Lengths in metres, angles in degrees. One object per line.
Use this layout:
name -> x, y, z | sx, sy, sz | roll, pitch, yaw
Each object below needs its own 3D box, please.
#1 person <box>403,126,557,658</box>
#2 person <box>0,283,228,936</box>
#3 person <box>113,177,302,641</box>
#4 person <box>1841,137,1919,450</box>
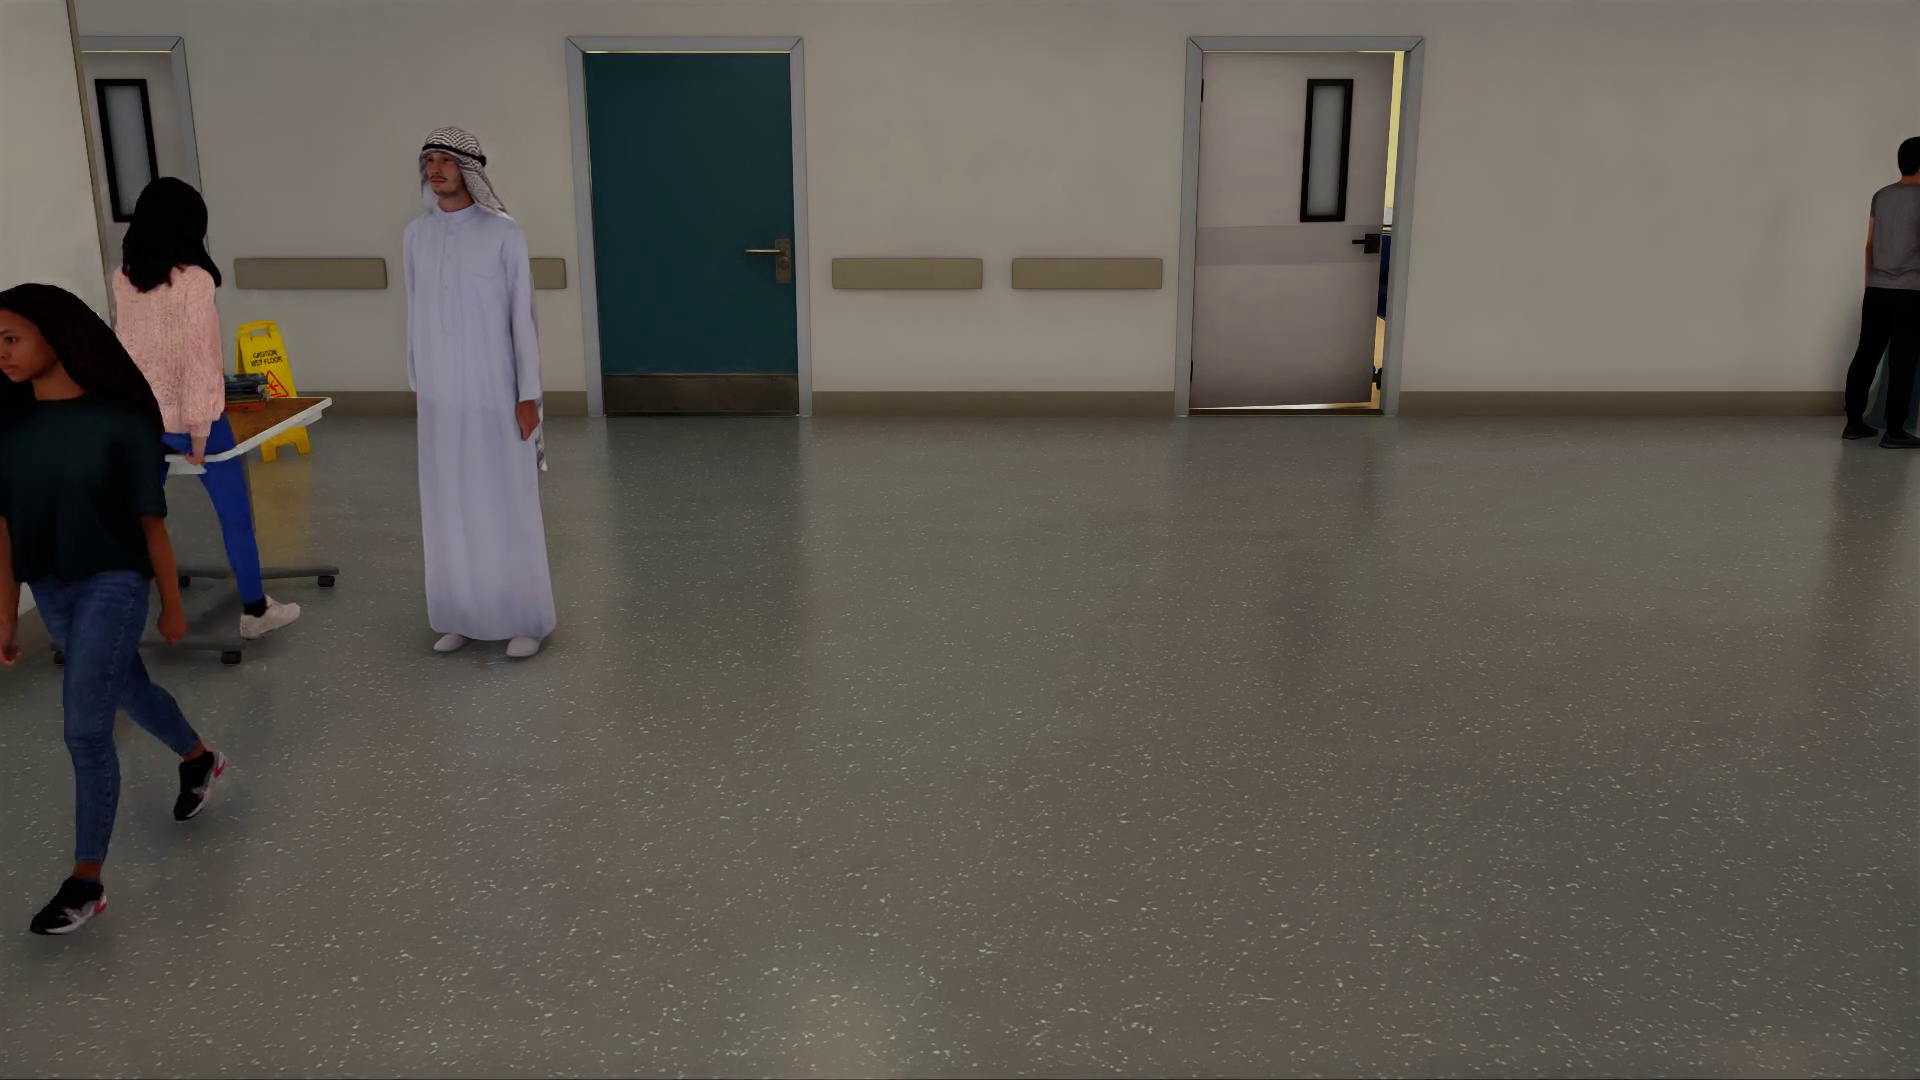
person -> -1.763, -0.527, 6.079 | 0.646, 1.920, 0.810 | 4, 16, 13
person -> -2.236, 0.136, 4.371 | 1.113, 1.572, 0.713 | 1, 16, 4
person -> -2.799, -0.337, 5.780 | 1.197, 1.718, 0.976 | 5, 17, 18
person -> 5.400, -1.428, 9.580 | 0.668, 1.755, 0.684 | -6, 17, -20
